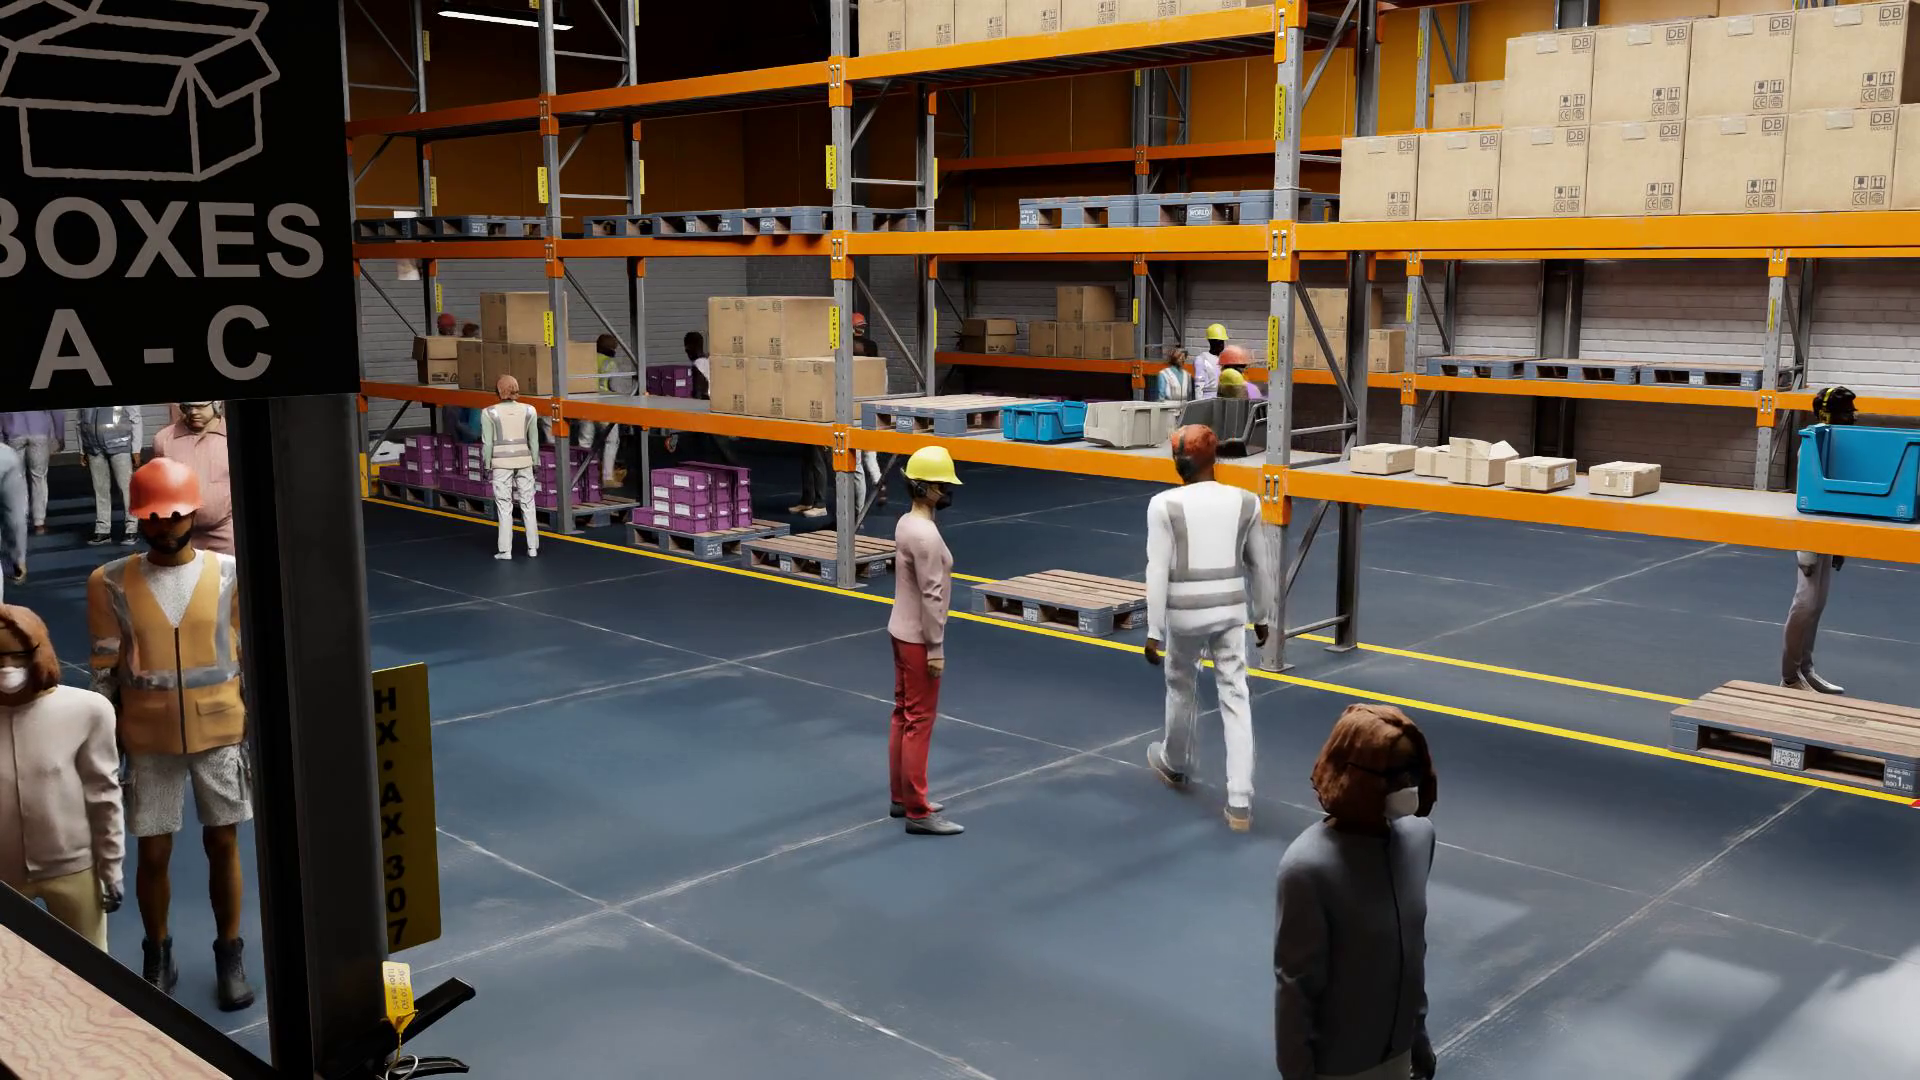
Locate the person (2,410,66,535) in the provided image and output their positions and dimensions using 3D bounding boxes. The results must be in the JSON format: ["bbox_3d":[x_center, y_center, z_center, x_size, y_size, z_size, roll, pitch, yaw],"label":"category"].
[{"bbox_3d":[-8.994,-1.006,16.054,0.662,1.918,0.493,-4,10,-22],"label":"person"}]

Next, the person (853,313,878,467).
[{"bbox_3d":[-1.311,-1.931,21.488,0.388,1.996,0.612,8,12,40],"label":"person"}]

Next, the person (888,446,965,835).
[{"bbox_3d":[-0.160,0.450,7.599,0.329,1.765,0.526,-2,10,-14],"label":"person"}]

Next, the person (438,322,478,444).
[{"bbox_3d":[-6.548,-1.882,21.558,0.504,1.879,0.648,0,9,2],"label":"person"}]

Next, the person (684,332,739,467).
[{"bbox_3d":[-2.923,-1.457,19.047,1.031,1.854,0.618,0,9,1],"label":"person"}]

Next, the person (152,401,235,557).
[{"bbox_3d":[-4.590,-0.033,10.146,0.638,1.902,0.407,-2,9,-10],"label":"person"}]

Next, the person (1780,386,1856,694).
[{"bbox_3d":[5.143,0.019,9.914,0.328,1.873,0.517,9,13,44],"label":"person"}]

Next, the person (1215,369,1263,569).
[{"bbox_3d":[2.284,-0.601,14.219,0.505,1.713,0.805,-9,13,-43],"label":"person"}]

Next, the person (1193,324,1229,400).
[{"bbox_3d":[2.945,-1.539,19.294,0.587,1.927,0.367,-9,13,-42],"label":"person"}]

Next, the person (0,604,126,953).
[{"bbox_3d":[-2.672,0.977,4.801,0.495,1.626,0.285,-4,10,-25],"label":"person"}]

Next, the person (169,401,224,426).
[{"bbox_3d":[-7.331,-0.849,16.010,0.516,1.618,0.659,-7,12,-38],"label":"person"}]

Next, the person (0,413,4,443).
[{"bbox_3d":[-10.915,-1.352,18.852,0.322,1.697,0.534,-3,10,-18],"label":"person"}]

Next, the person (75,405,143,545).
[{"bbox_3d":[-7.883,-0.856,15.396,0.603,1.830,0.404,0,9,2],"label":"person"}]

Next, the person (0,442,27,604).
[{"bbox_3d":[-5.529,0.103,9.244,0.645,1.922,0.397,-8,12,-40],"label":"person"}]

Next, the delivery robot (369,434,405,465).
[{"bbox_3d":[-7.016,-1.034,20.111,0.477,0.478,0.707,3,10,20],"label":"delivery robot"}]

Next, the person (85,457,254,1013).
[{"bbox_3d":[-2.662,0.678,5.720,0.564,1.932,0.454,-4,10,-25],"label":"person"}]

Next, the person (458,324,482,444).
[{"bbox_3d":[-6.615,-1.994,22.459,0.473,1.826,0.635,-4,10,-25],"label":"person"}]

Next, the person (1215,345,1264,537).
[{"bbox_3d":[2.427,-0.794,14.884,1.042,1.874,0.562,8,12,41],"label":"person"}]

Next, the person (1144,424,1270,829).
[{"bbox_3d":[1.158,0.371,7.848,0.655,1.826,0.945,-2,9,-9],"label":"person"}]

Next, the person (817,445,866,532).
[{"bbox_3d":[-1.147,-1.039,16.194,0.370,1.940,0.627,7,12,37],"label":"person"}]

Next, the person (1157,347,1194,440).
[{"bbox_3d":[2.573,-1.483,19.831,0.547,1.625,0.361,-7,12,-37],"label":"person"}]

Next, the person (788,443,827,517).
[{"bbox_3d":[-1.563,-1.156,17.217,0.345,1.840,0.504,-6,11,-35],"label":"person"}]

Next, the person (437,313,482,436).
[{"bbox_3d":[-7.038,-2.144,22.934,0.743,1.956,0.643,-3,10,-16],"label":"person"}]

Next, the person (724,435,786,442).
[{"bbox_3d":[-3.074,-2.413,24.670,1.064,1.941,0.600,3,10,17],"label":"person"}]

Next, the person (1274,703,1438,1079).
[{"bbox_3d":[0.878,1.153,3.687,0.507,1.632,0.264,-8,12,-39],"label":"person"}]

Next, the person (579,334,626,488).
[{"bbox_3d":[-4.211,-1.495,19.407,0.682,1.807,0.440,5,11,30],"label":"person"}]

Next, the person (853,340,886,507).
[{"bbox_3d":[-1.065,-1.198,17.540,0.632,1.821,0.548,-5,10,-27],"label":"person"}]

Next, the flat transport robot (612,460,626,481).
[{"bbox_3d":[-4.768,-0.828,20.002,1.431,0.197,0.652,-1,9,-7],"label":"flat transport robot"}]

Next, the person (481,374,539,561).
[{"bbox_3d":[-3.944,-0.632,14.610,0.514,1.641,0.315,-6,11,-33],"label":"person"}]

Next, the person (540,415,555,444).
[{"bbox_3d":[-5.105,-1.728,20.707,0.582,1.827,1.012,-4,10,-23],"label":"person"}]
